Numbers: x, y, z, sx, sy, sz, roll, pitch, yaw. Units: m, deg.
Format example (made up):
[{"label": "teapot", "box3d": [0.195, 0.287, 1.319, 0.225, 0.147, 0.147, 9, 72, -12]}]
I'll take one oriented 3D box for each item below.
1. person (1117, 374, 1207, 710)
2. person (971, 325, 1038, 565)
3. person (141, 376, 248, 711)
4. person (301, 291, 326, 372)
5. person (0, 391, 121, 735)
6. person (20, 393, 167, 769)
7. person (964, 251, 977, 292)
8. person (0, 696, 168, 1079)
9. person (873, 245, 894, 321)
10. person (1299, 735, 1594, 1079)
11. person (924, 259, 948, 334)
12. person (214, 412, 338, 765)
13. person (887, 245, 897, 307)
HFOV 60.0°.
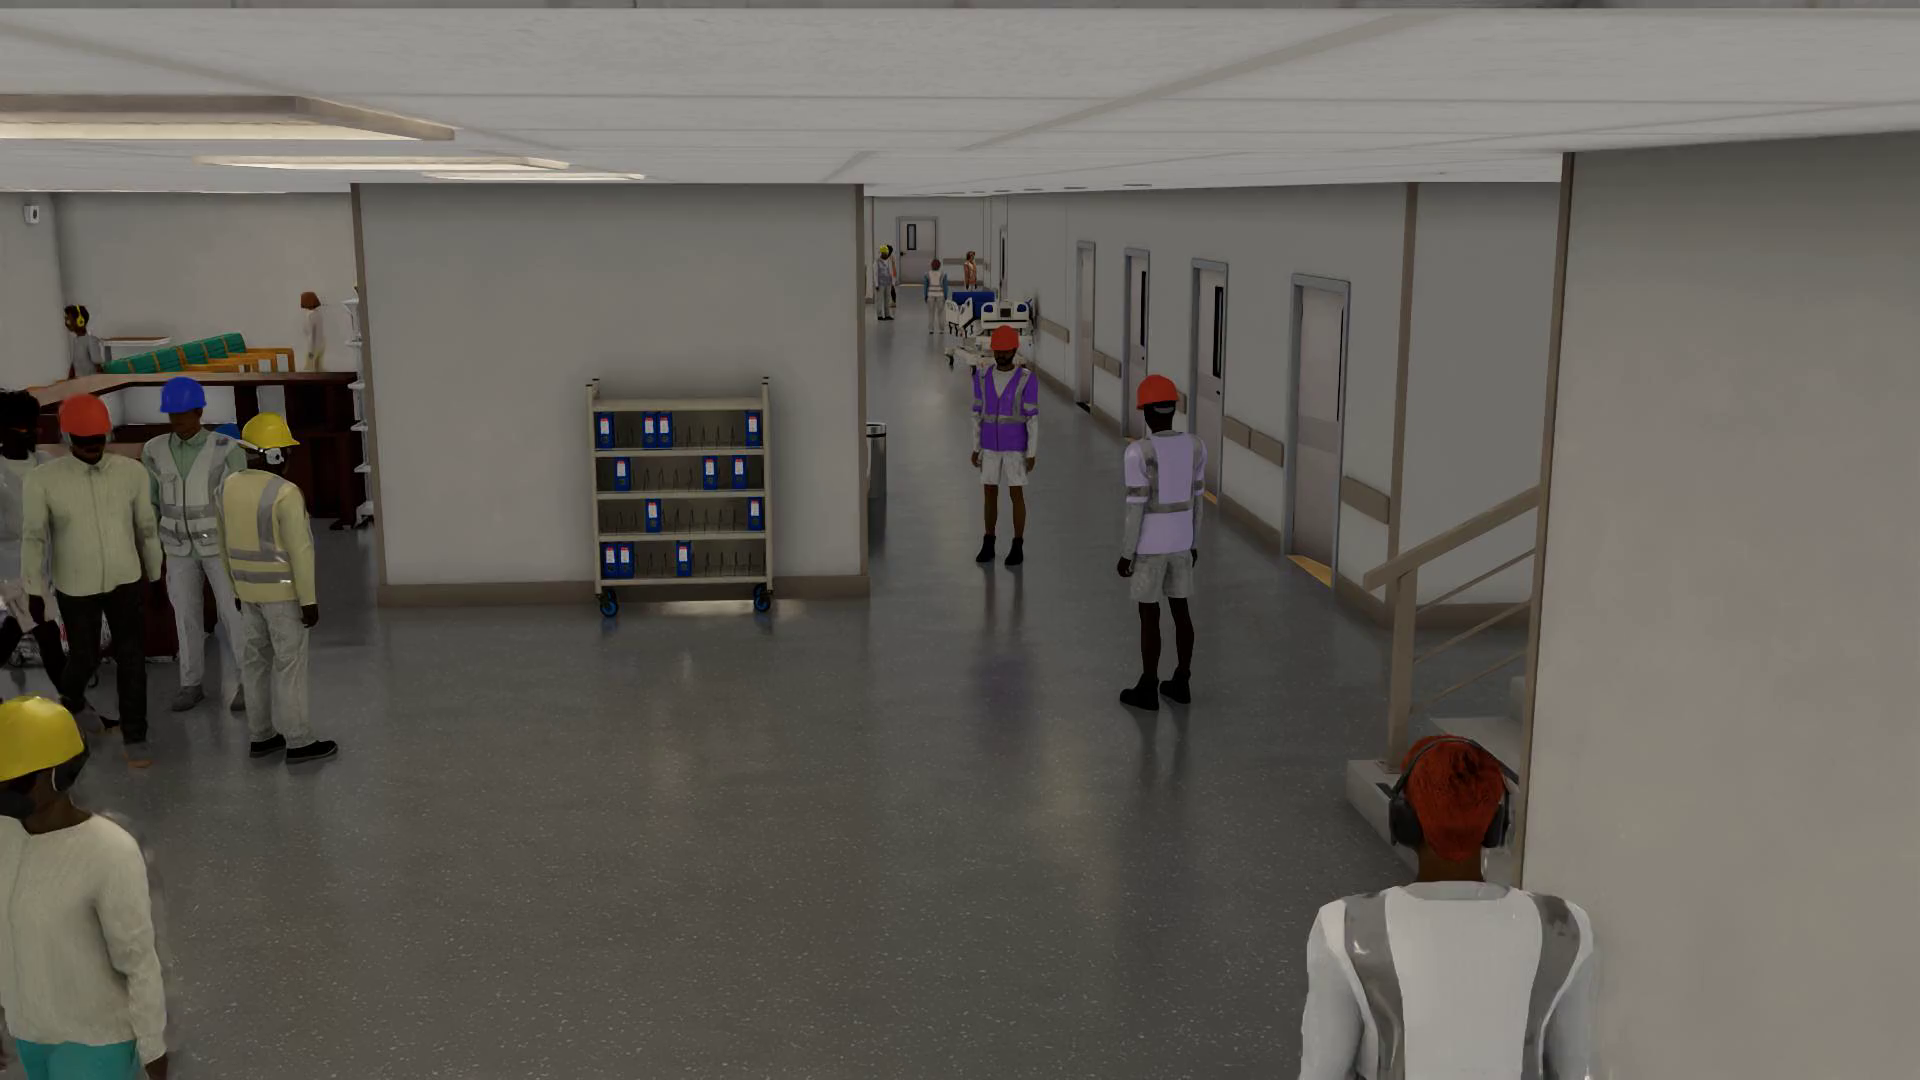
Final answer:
[{"label": "person", "box3d": [1.137, 0.016, 9.562, 0.543, 1.927, 0.375, -6, 13, -29]}, {"label": "person", "box3d": [0.352, -0.759, 13.355, 0.550, 1.933, 0.383, 5, 13, 22]}, {"label": "person", "box3d": [-4.328, 0.031, 9.471, 0.602, 1.938, 0.425, 0, 12, -1]}, {"label": "person", "box3d": [-9.183, -2.726, 23.703, 0.386, 1.625, 0.498, 0, 12, 2]}, {"label": "person", "box3d": [-5.167, 0.119, 9.138, 1.057, 1.910, 0.624, 3, 12, 12]}, {"label": "person", "box3d": [-4.496, 0.195, 8.602, 0.669, 1.964, 0.700, -11, 16, -43]}, {"label": "person", "box3d": [0.255, -6.397, 41.604, 0.307, 1.641, 0.513, 6, 13, 26]}, {"label": "person", "box3d": [-2.219, 1.202, 4.243, 0.531, 1.737, 0.840, 4, 12, 21]}, {"label": "person", "box3d": [-1.842, -6.241, 40.395, 0.403, 1.827, 0.598, 11, 16, 43]}, {"label": "person", "box3d": [0.972, 1.322, 3.330, 0.583, 1.868, 0.547, 0, 12, 2]}, {"label": "person", "box3d": [-0.530, -5.314, 36.392, 0.543, 1.634, 0.559, 2, 12, 10]}, {"label": "person", "box3d": [-3.558, 0.250, 8.651, 0.599, 1.830, 0.403, 6, 13, 27]}, {"label": "person", "box3d": [-1.892, -7.200, 45.411, 0.324, 1.687, 0.536, 0, 12, -1]}]
